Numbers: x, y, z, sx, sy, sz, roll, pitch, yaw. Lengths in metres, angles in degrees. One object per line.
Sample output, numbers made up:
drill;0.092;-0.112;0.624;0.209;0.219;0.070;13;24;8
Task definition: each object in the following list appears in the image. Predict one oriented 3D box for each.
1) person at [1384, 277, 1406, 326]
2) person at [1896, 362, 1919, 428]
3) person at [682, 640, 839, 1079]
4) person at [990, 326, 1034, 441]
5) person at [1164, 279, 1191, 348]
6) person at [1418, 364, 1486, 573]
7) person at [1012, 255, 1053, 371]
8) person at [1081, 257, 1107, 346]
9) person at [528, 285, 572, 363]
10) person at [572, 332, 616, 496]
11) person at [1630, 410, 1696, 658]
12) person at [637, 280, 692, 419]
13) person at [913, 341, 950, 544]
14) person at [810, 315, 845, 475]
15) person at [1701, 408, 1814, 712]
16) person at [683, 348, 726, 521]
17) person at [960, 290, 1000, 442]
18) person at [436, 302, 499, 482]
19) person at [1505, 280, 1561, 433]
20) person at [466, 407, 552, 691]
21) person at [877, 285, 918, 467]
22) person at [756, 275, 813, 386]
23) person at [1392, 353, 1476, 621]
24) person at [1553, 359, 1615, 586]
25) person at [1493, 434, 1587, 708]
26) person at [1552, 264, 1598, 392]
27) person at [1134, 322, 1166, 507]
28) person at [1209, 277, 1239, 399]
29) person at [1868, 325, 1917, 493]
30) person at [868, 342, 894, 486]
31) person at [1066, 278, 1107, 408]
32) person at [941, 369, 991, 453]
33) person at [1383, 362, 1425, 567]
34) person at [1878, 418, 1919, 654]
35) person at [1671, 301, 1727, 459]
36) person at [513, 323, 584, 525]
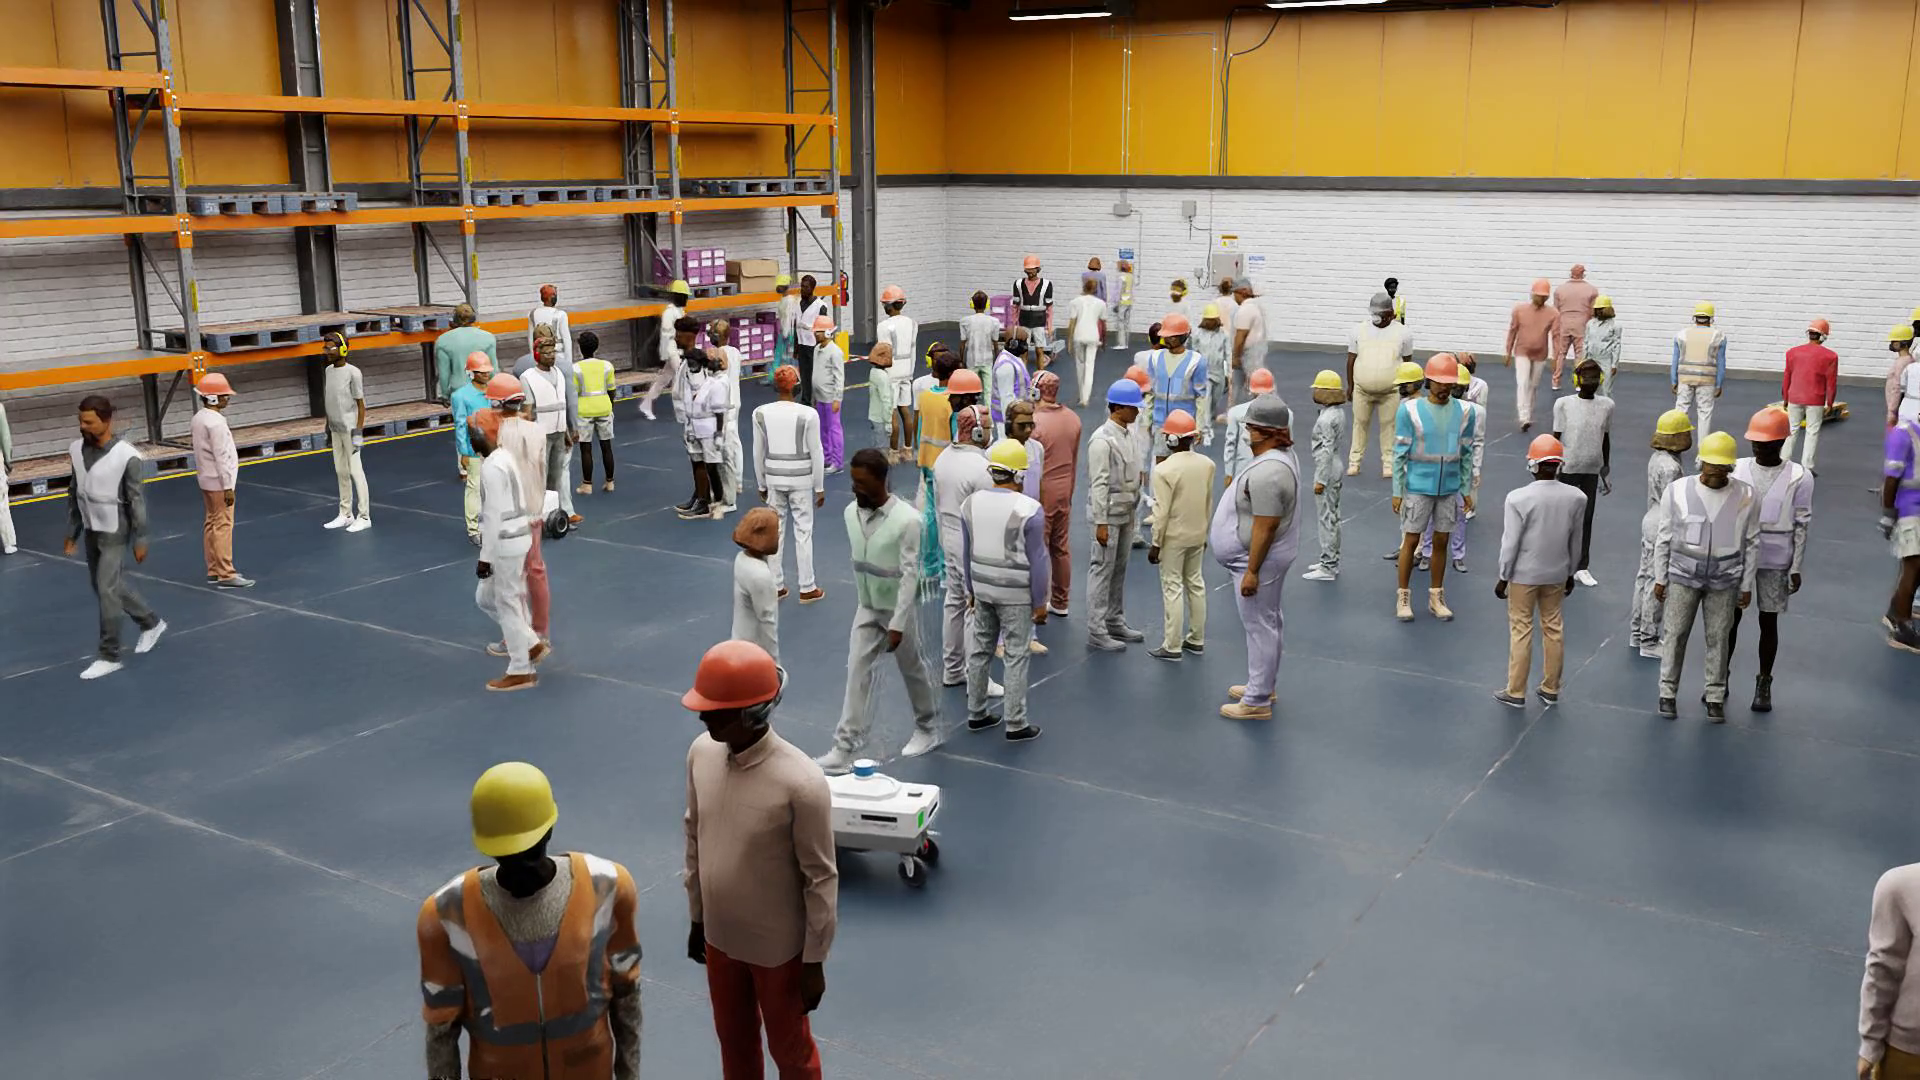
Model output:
person;6.465;-3.111;25.076;0.532;1.690;0.319;-3;13;-13
person;9.797;-1.238;16.956;0.319;1.686;0.539;-6;14;-25
person;-0.671;1.275;5.382;0.616;1.990;0.393;10;16;37
person;0.522;-1.197;16.457;0.429;1.836;0.626;2;13;9
person;2.929;-2.658;22.803;0.696;1.825;0.549;-12;18;-42
person;4.135;-0.603;14.020;0.525;1.772;0.304;2;13;10
person;1.070;-3.217;24.756;0.614;2.040;0.391;3;13;12
person;2.493;-4.430;30.913;0.500;1.633;0.279;6;14;23
person;-5.164;-2.284;21.054;0.584;1.882;0.344;4;14;18
person;-3.808;-1.303;17.212;0.532;1.696;0.319;-9;16;-35
person;4.938;-0.046;11.656;0.292;1.745;0.485;2;13;8
person;-3.886;-2.504;22.029;0.913;1.885;0.587;0;13;1
person;-0.191;-0.835;14.828;0.513;1.861;0.331;-9;16;-35
person;-1.484;-1.604;18.389;0.339;1.752;0.564;-8;15;-30
person;5.028;0.123;10.500;0.552;1.934;0.355;9;16;33
person;-2.468;-1.013;16.006;0.546;1.683;0.343;9;16;34
person;0.238;-2.127;20.431;0.510;1.863;0.326;0;13;0
person;-5.279;-1.586;17.910;0.627;1.940;0.370;-4;14;-16
person;7.307;-2.342;21.197;0.633;1.928;1.056;2;13;11
person;-3.022;0.059;10.953;0.408;1.863;0.565;-3;13;-14
person;-0.751;-1.856;18.849;0.373;2.042;0.614;10;16;36
person;-2.618;-3.179;25.335;0.944;1.716;0.530;-5;14;-21
person;3.558;-0.388;12.489;0.615;2.039;0.391;-1;13;-5
person;5.055;-0.546;13.547;0.532;1.870;0.316;0;13;-1
person;3.668;0.195;10.587;0.575;1.749;0.333;-3;13;-13
person;9.179;-3.171;24.890;0.648;1.898;0.397;7;15;28
person;1.947;-1.253;16.658;0.345;1.857;0.525;-12;18;-42
person;3.650;-2.690;22.903;0.505;1.845;0.346;4;14;16
person;9.741;-1.360;17.330;0.338;1.761;0.525;9;16;34
person;-0.783;-1.187;16.847;0.280;1.633;0.503;-4;14;-17
person;1.790;-2.796;23.499;0.576;1.777;0.947;2;13;7
person;0.052;-0.304;12.348;0.377;1.936;0.549;-1;13;-3
person;3.843;-0.650;14.256;0.343;1.755;0.530;-3;13;-12
person;6.911;-0.194;11.938;0.664;1.908;0.663;-6;14;-25
person;8.582;-1.859;19.357;0.591;1.824;0.404;9;16;34
person;-3.882;-1.082;15.723;0.632;1.940;0.372;4;13;15
